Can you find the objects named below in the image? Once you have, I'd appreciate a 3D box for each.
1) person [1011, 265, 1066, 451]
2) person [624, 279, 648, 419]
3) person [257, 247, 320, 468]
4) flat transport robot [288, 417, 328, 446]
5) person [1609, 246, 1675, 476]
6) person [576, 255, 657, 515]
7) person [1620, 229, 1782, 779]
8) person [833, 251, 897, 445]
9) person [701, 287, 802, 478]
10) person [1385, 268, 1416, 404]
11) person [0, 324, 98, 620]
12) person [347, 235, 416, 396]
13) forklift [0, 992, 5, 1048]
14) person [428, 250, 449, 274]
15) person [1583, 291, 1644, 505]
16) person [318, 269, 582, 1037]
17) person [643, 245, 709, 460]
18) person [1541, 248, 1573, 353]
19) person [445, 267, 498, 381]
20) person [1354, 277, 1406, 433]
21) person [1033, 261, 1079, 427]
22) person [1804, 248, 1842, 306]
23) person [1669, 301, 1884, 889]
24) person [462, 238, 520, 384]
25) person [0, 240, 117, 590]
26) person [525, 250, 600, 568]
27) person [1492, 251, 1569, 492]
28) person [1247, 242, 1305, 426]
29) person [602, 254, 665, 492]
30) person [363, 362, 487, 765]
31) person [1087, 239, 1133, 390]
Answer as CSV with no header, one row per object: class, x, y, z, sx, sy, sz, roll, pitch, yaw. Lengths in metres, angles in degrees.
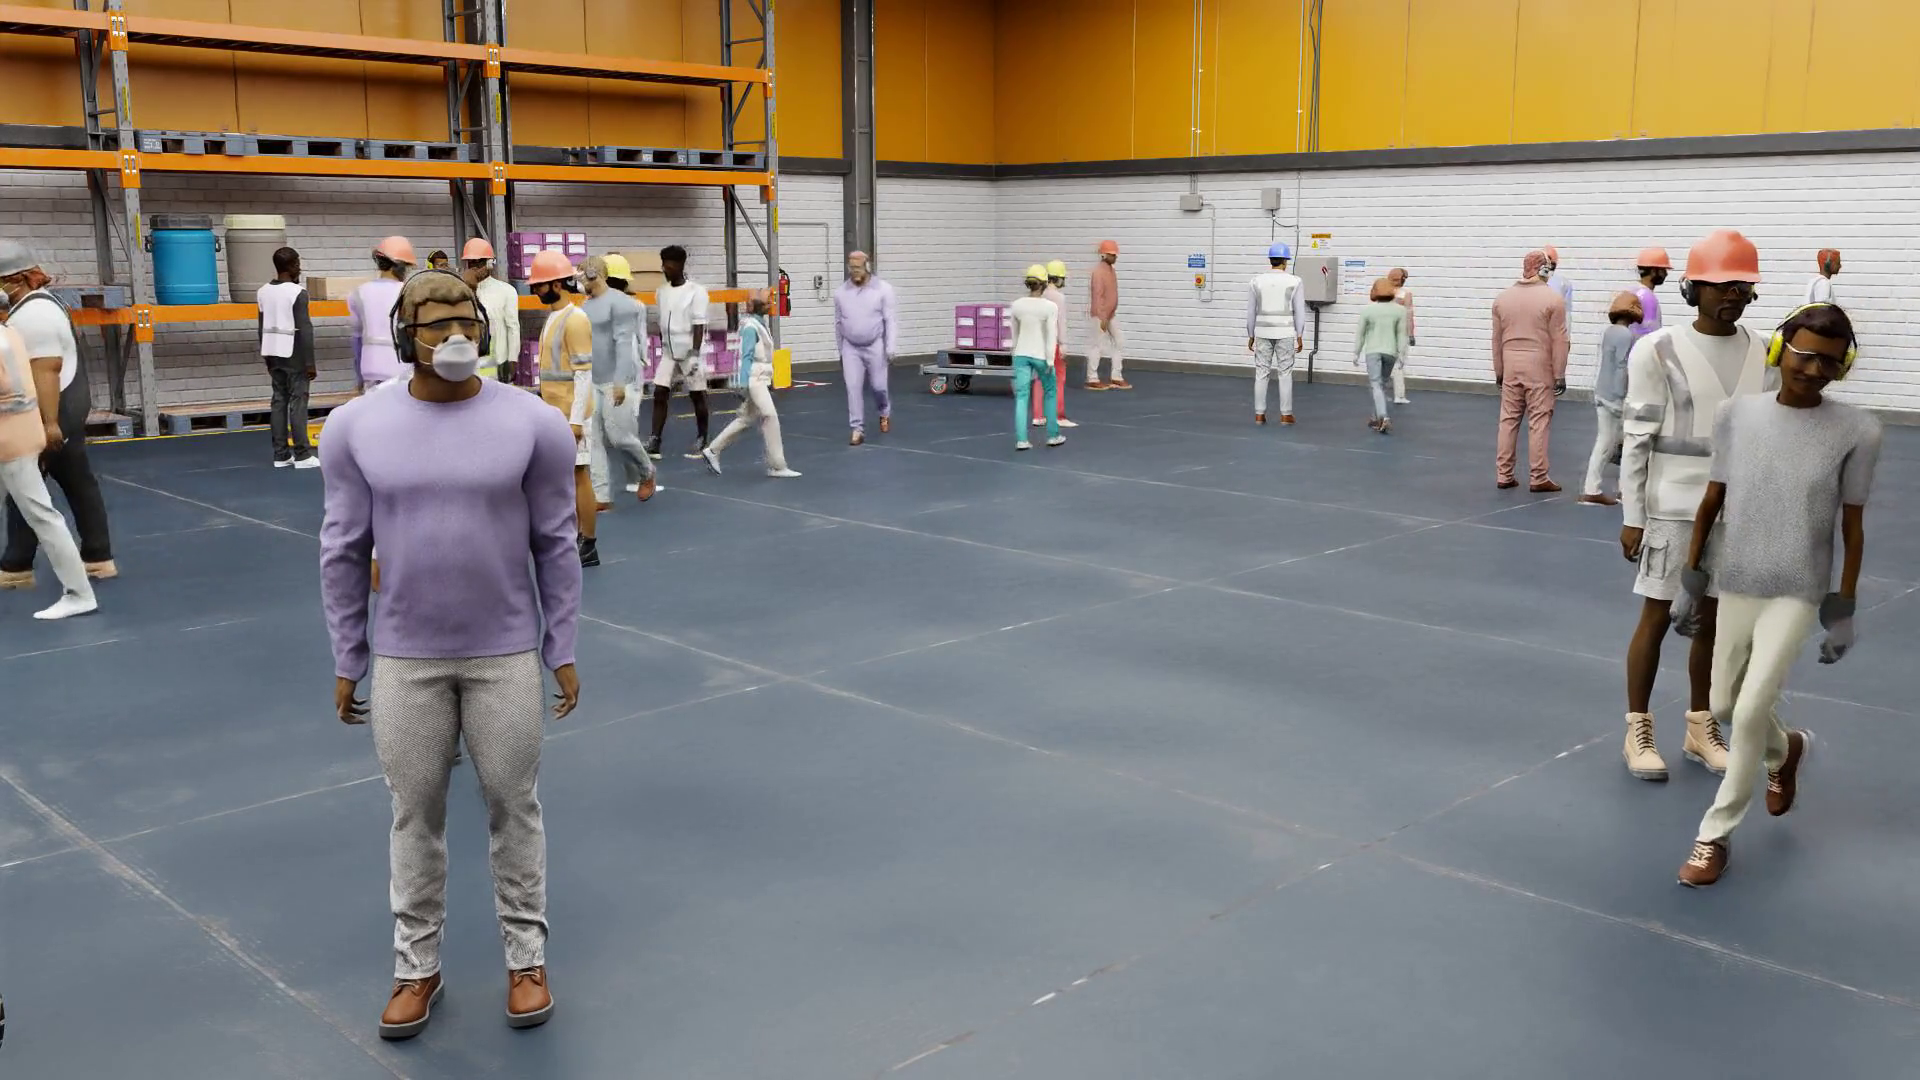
person,0.737,-1.733,15.825,0.534,1.738,0.786,5,12,26
person,-3.231,-1.734,15.846,0.489,1.724,0.532,0,10,-2
person,-5.857,-1.580,14.495,0.590,1.918,0.391,6,12,29
flat transport robot,-6.023,-1.095,16.344,0.652,0.197,1.431,1,10,3
person,5.773,-1.485,13.939,0.429,1.930,0.565,3,11,14
person,-2.582,-1.134,12.155,0.652,1.882,0.774,7,13,35
person,2.760,-0.116,6.170,0.615,2.042,0.376,-1,10,-7
person,-0.921,-1.892,16.319,0.648,1.874,0.806,2,11,9
person,-1.771,-1.311,13.878,0.801,1.603,0.518,0,10,-1
person,5.243,-2.455,20.053,0.310,1.635,0.519,-6,12,-30
person,-5.046,-0.477,8.600,0.977,1.864,0.580,-4,11,-23
person,-4.171,-1.215,12.241,0.630,2.015,0.616,0,10,1
forklift,-3.245,0.323,3.363,2.313,2.155,1.214,2,11,13
person,-5.595,-2.184,17.957,0.322,1.862,0.512,10,14,43
person,4.972,-1.044,12.397,0.593,1.604,0.539,1,10,5
person,-1.278,0.293,4.221,0.635,1.939,0.359,-2,11,-11
person,-2.575,-1.659,14.900,0.610,1.931,0.903,6,12,29
person,6.491,-2.302,18.538,0.564,1.879,1.022,2,11,9
person,-3.519,-1.059,11.991,0.898,1.798,0.627,-7,12,-33
person,4.357,-1.914,17.204,0.506,1.598,0.831,0,10,-1
person,0.998,-2.064,17.612,0.486,1.750,0.560,-6,12,-31
person,9.098,-2.138,17.631,0.337,1.882,0.584,3,11,16
person,2.589,0.151,5.279,0.794,1.828,0.567,-10,14,-43
person,-3.996,-1.520,13.953,0.608,1.996,0.380,1,10,8
person,-5.369,-0.738,9.566,0.847,2.000,0.716,-4,11,-22
person,-2.418,-0.783,10.117,0.375,1.930,0.542,-6,12,-30
person,4.530,-1.330,13.182,0.406,1.902,0.639,-9,13,-39
person,3.368,-2.189,17.742,0.610,1.943,0.403,4,11,23
person,-2.825,-1.275,12.939,0.914,1.889,0.597,-4,11,-22
person,-1.889,0.016,6.111,0.590,1.794,0.852,-3,11,-17
person,1.976,-2.920,21.665,0.743,1.964,0.643,5,12,27
